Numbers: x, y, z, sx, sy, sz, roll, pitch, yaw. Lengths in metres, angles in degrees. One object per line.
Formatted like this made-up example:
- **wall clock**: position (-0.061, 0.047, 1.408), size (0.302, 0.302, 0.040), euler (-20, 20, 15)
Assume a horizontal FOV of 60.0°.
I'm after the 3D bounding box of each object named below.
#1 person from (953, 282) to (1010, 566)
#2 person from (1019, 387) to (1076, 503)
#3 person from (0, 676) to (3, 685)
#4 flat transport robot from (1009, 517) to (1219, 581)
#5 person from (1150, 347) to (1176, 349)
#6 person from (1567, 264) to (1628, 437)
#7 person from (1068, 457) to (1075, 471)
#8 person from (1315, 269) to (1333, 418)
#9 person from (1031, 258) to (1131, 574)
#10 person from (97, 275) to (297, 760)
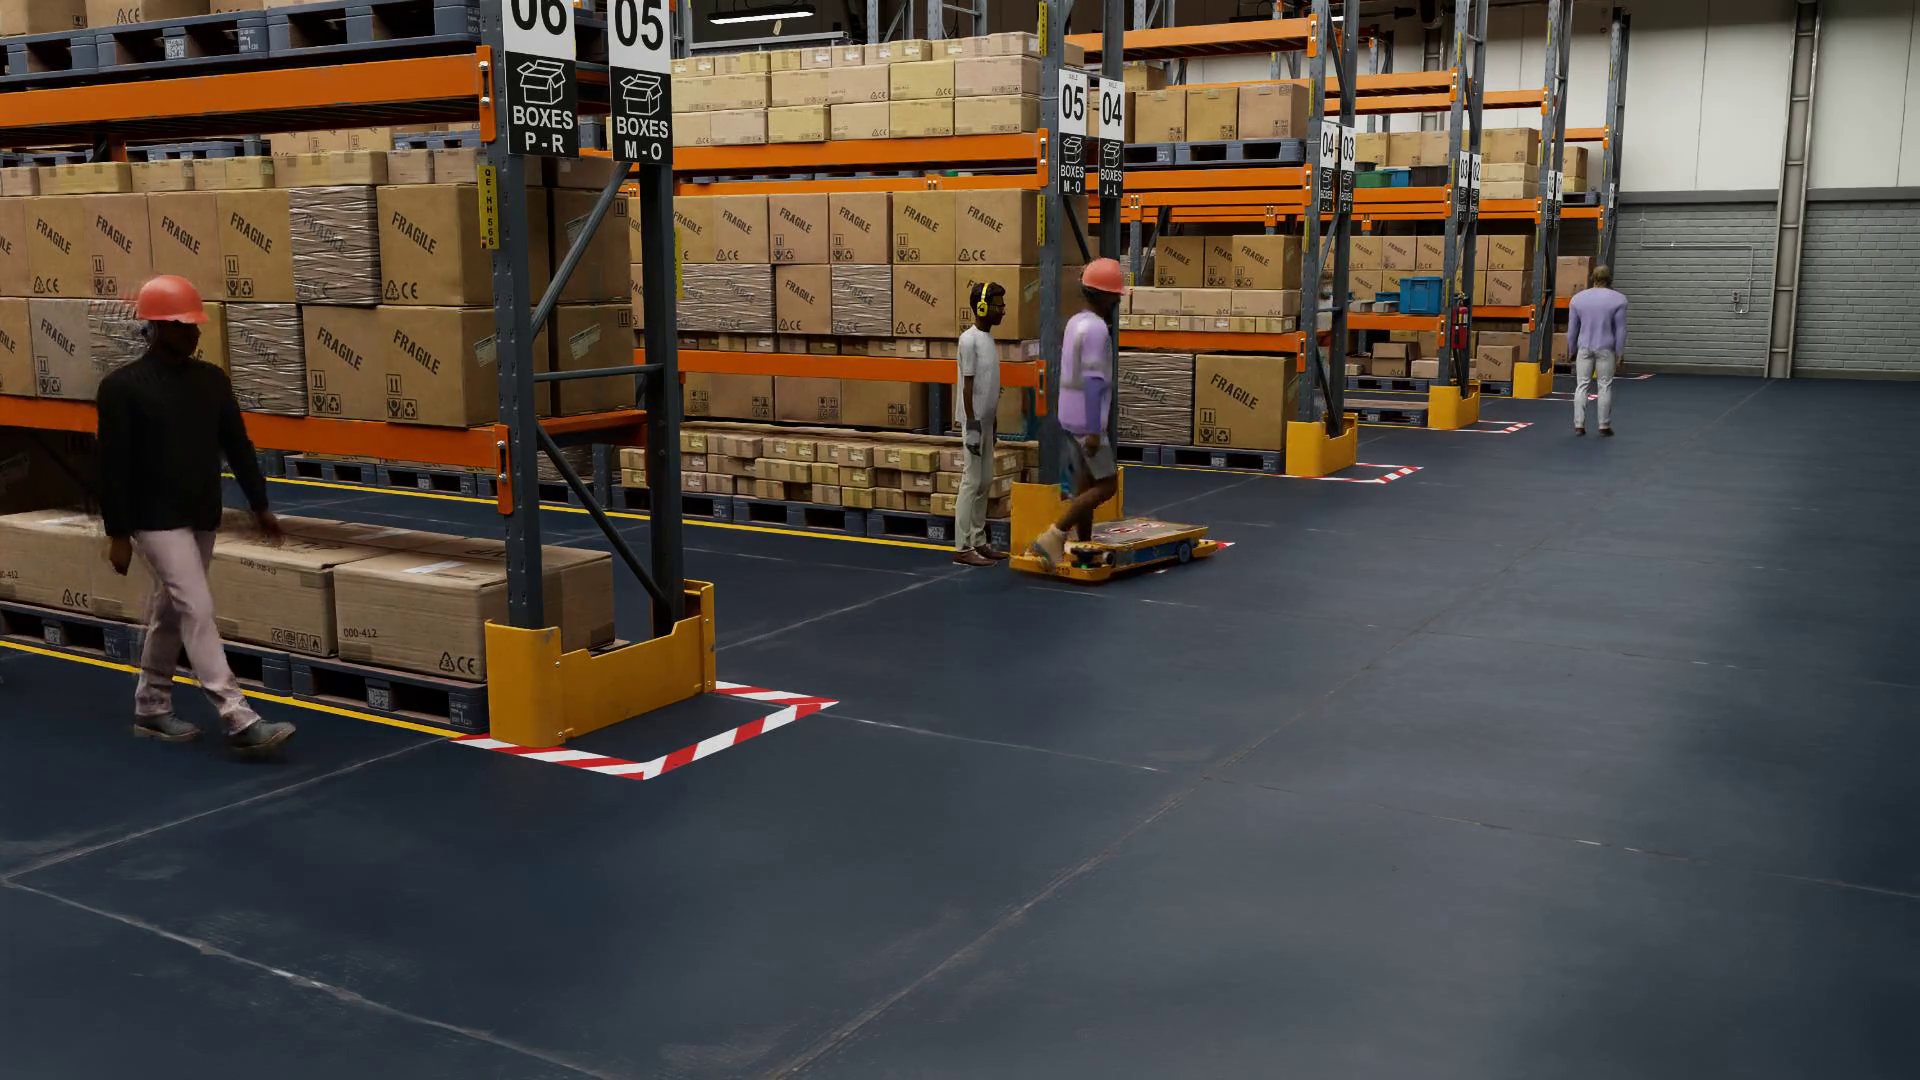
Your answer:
- **person**: position (0.140, -0.755, 10.962), size (0.325, 1.854, 0.515), euler (4, 10, 21)
- **person**: position (0.684, -1.225, 13.777), size (0.578, 1.823, 0.783), euler (-7, 12, -35)
- **person**: position (-4.936, -0.310, 7.798), size (0.745, 2.000, 0.693), euler (5, 11, 28)
- **flat transport robot**: position (1.031, 0.040, 10.921), size (0.652, 0.197, 1.431), euler (9, 13, 42)
- **person**: position (2.384, -2.149, 19.562), size (0.318, 1.700, 0.536), euler (2, 10, 12)
- **person**: position (7.177, -2.130, 18.752), size (0.635, 1.937, 0.352), euler (6, 11, 32)
- **person**: position (0.956, -1.537, 15.427), size (0.646, 1.882, 0.664), euler (3, 10, 17)
- **person**: position (3.944, -2.054, 18.464), size (0.643, 1.899, 0.987), euler (-2, 10, -11)
- **person**: position (0.777, -0.734, 10.356), size (0.531, 2.020, 0.686), euler (-2, 10, -10)
- **person**: position (-3.085, -0.089, 6.764), size (0.988, 1.941, 0.625), euler (3, 10, 18)
